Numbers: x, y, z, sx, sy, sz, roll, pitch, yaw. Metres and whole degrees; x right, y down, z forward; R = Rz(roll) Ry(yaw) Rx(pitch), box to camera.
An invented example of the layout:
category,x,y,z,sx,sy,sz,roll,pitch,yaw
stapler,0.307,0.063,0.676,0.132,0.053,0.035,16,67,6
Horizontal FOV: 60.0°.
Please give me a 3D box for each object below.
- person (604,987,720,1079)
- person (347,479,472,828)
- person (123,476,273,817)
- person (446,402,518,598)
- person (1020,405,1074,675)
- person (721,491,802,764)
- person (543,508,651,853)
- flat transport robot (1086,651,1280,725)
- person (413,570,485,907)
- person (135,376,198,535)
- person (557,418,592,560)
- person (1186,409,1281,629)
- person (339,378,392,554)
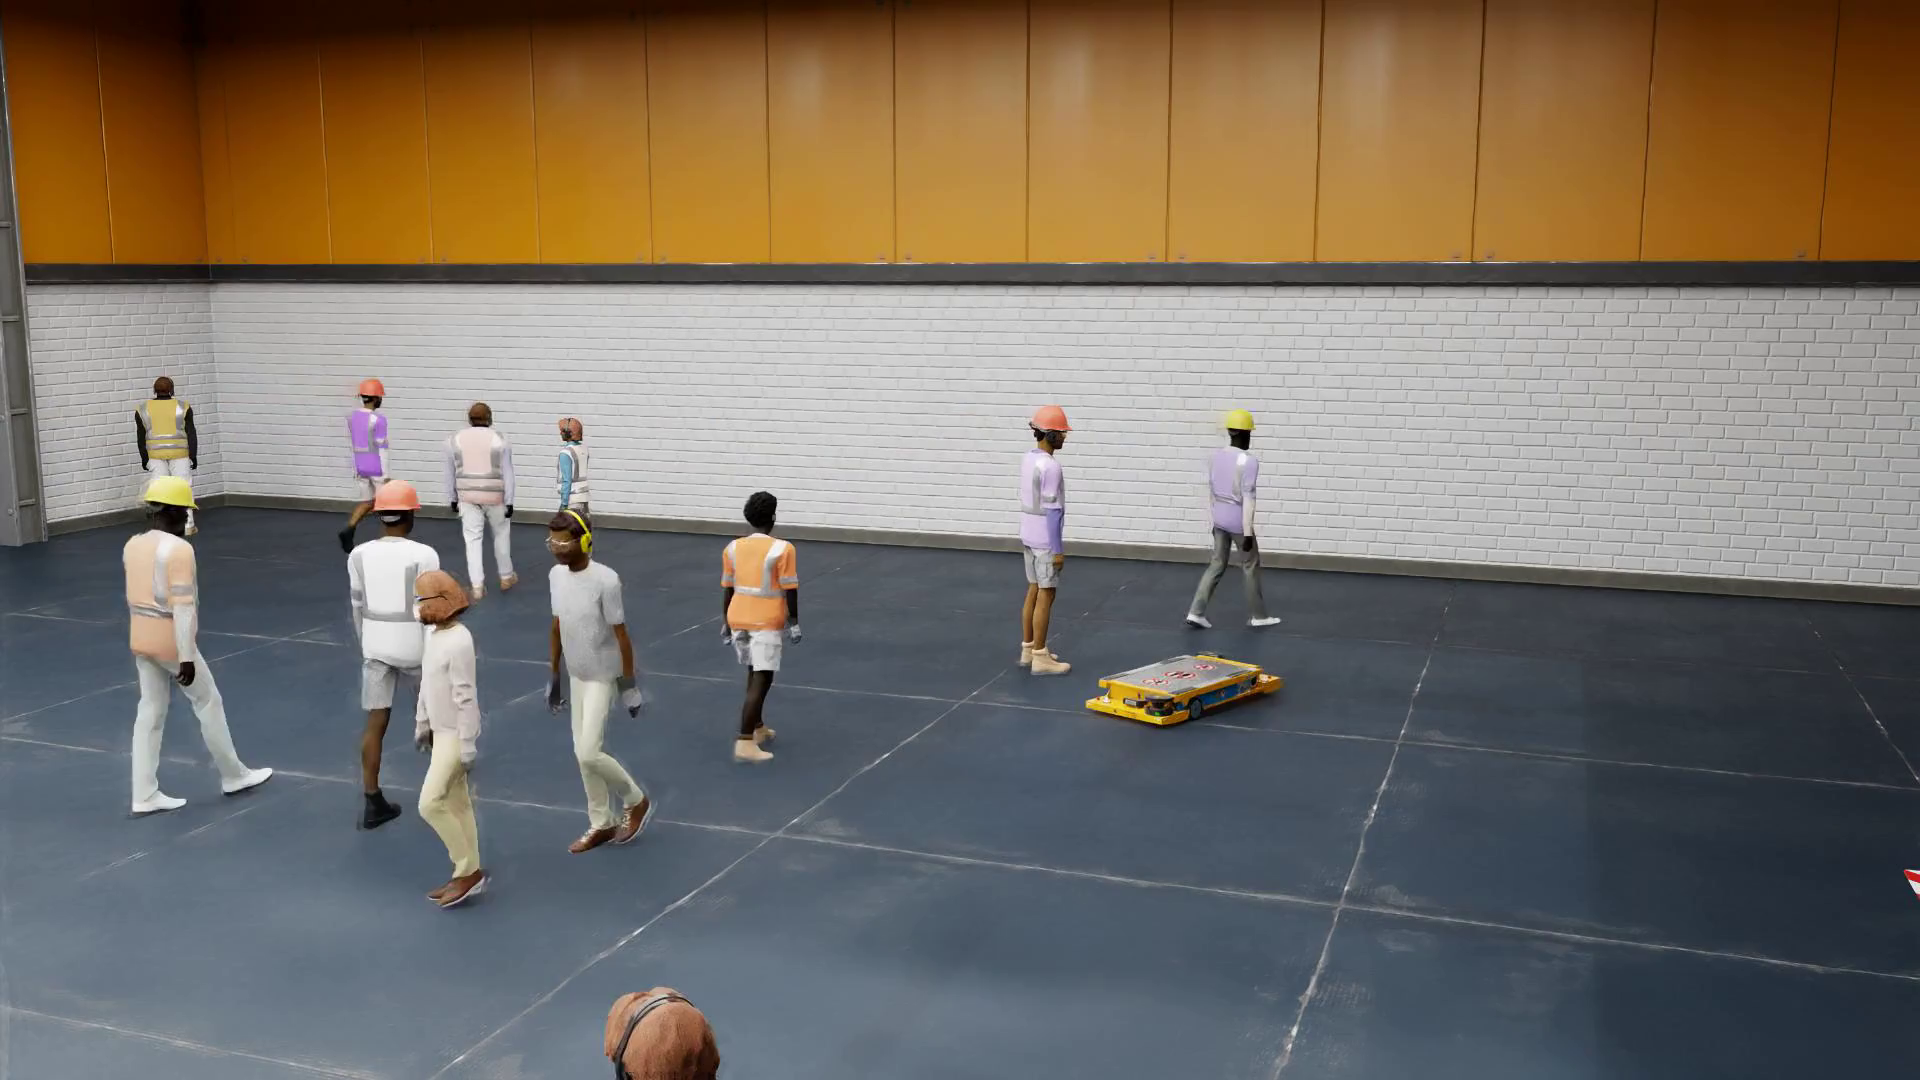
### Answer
category,x,y,z,sx,sy,sz,roll,pitch,yaw
person,-0.587,1.687,3.430,0.528,1.606,0.777,-4,10,-25
person,-3.134,0.598,9.374,0.559,1.874,1.001,1,9,8
person,-4.402,0.577,9.462,0.609,1.879,0.905,6,11,31
person,-4.496,-0.396,15.728,0.652,1.808,0.848,-1,9,-3
person,0.662,-0.004,12.608,0.394,2.037,0.606,-3,9,-15
person,-1.297,0.536,10.411,0.549,1.665,0.615,6,11,32
person,-1.920,0.733,8.654,0.516,1.844,0.446,8,12,39
flat transport robot,1.585,1.024,11.689,0.652,0.197,1.431,9,12,43
person,-2.485,0.951,7.954,0.388,1.619,0.537,-6,11,-31
person,-9.094,-0.957,19.126,0.631,1.843,0.429,-3,10,-16
person,-3.725,-0.364,16.067,0.307,1.641,0.513,1,9,9
person,2.319,-0.170,14.105,0.890,1.892,0.599,-6,11,-32
person,-6.275,-0.756,17.648,0.564,1.918,0.673,5,10,27
